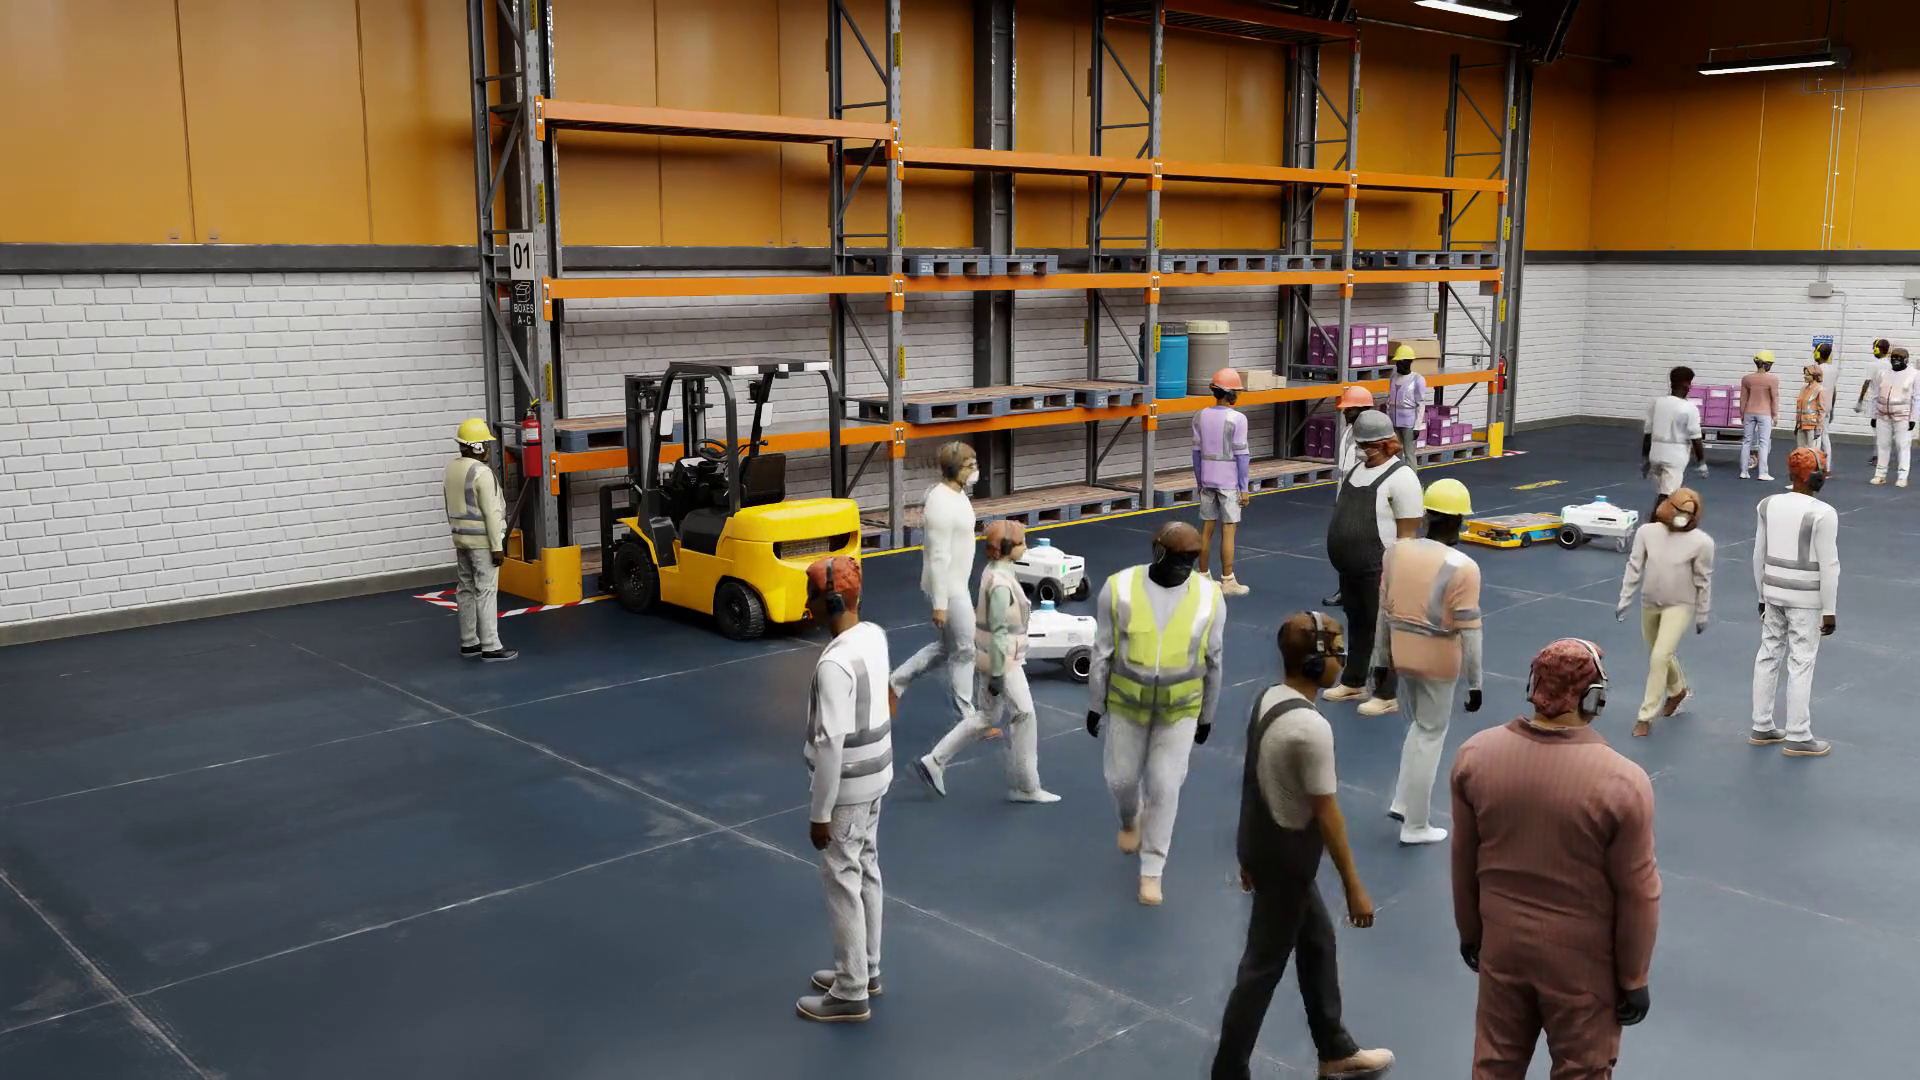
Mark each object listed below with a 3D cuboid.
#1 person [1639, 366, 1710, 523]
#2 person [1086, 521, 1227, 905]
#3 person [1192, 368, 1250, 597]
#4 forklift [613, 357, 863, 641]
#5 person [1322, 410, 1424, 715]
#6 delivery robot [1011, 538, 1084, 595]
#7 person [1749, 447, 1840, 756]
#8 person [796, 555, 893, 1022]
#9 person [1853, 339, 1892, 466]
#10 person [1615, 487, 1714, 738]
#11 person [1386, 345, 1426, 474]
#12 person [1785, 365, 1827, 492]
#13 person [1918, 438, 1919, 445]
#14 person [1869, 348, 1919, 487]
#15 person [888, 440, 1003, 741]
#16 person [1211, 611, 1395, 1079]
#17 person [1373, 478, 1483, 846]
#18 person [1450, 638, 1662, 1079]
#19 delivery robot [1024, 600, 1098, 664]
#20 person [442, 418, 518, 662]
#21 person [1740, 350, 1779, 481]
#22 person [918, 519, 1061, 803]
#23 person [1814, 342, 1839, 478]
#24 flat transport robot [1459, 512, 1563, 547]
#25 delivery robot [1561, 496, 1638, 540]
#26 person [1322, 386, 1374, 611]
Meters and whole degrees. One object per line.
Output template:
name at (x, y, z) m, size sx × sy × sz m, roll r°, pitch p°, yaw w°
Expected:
person at (7.317, -0.804, 16.921) m, size 0.900 × 1.925 × 0.612 m, roll -3°, pitch 10°, yaw -19°
person at (0.938, 0.783, 7.968) m, size 0.652 × 1.814 × 0.632 m, roll 1°, pitch 10°, yaw 7°
person at (2.355, -0.516, 14.891) m, size 0.377 × 2.044 × 0.608 m, roll -8°, pitch 13°, yaw -40°
forklift at (-1.847, -0.414, 13.852) m, size 1.214 × 2.155 × 2.313 m, roll -9°, pitch 13°, yaw -42°
person at (2.709, 0.136, 11.082) m, size 0.536 × 2.000 × 0.672 m, roll -4°, pitch 10°, yaw -21°
delivery robot at (0.738, 0.229, 14.608) m, size 0.707 × 0.478 × 0.477 m, roll 8°, pitch 13°, yaw 40°
person at (5.106, 0.373, 10.160) m, size 0.356 × 1.883 × 0.574 m, roll -4°, pitch 10°, yaw -21°
person at (-0.470, 0.983, 6.611) m, size 0.384 × 1.880 × 0.576 m, roll 3°, pitch 10°, yaw 15°
person at (13.308, -1.985, 24.120) m, size 0.495 × 1.838 × 0.683 m, roll -3°, pitch 10°, yaw -17°
person at (4.563, 0.427, 10.668) m, size 0.790 × 1.595 × 0.522 m, roll -8°, pitch 13°, yaw -39°
person at (5.532, -1.463, 20.775) m, size 0.372 × 1.928 × 0.584 m, roll -6°, pitch 11°, yaw -30°
person at (10.954, -1.436, 21.457) m, size 0.306 × 1.639 × 0.523 m, roll -1°, pitch 10°, yaw -5°
person at (11.812, -1.252, 19.879) m, size 0.586 × 1.818 × 0.808 m, roll 5°, pitch 11°, yaw 27°
person at (12.358, -1.624, 21.995) m, size 0.430 × 1.837 × 0.628 m, roll -7°, pitch 12°, yaw -34°
person at (-0.141, 0.320, 10.381) m, size 0.764 × 1.913 × 0.638 m, roll 1°, pitch 10°, yaw 7°
person at (1.261, 1.150, 5.831) m, size 0.864 × 1.811 × 0.538 m, roll -1°, pitch 10°, yaw -5°
person at (2.436, 0.630, 8.564) m, size 0.477 × 1.906 × 0.625 m, roll -6°, pitch 11°, yaw -32°
person at (1.813, 1.233, 5.072) m, size 0.409 × 1.902 × 0.638 m, roll -9°, pitch 13°, yaw -44°
delivery robot at (0.625, 0.679, 11.975) m, size 0.707 × 0.478 × 0.477 m, roll -1°, pitch 10°, yaw -4°
person at (-3.607, 0.001, 12.481) m, size 0.590 × 1.833 × 0.404 m, roll 8°, pitch 13°, yaw 40°
person at (10.846, -1.685, 22.567) m, size 0.328 × 1.762 × 0.523 m, roll -7°, pitch 12°, yaw -37°
person at (0.160, 0.674, 9.185) m, size 0.733 × 1.610 × 0.510 m, roll -1°, pitch 10°, yaw -6°
person at (11.721, -1.759, 22.693) m, size 0.532 × 1.864 × 0.311 m, roll -4°, pitch 10°, yaw -20°
flat transport robot at (6.019, -0.120, 17.757) m, size 1.431 × 0.197 × 0.652 m, roll -6°, pitch 11°, yaw -30°
delivery robot at (6.619, -0.216, 17.213) m, size 0.707 × 0.478 × 0.477 m, roll 7°, pitch 12°, yaw 35°
person at (3.376, -0.348, 14.214) m, size 0.370 × 1.939 × 0.543 m, roll -3°, pitch 10°, yaw -19°
